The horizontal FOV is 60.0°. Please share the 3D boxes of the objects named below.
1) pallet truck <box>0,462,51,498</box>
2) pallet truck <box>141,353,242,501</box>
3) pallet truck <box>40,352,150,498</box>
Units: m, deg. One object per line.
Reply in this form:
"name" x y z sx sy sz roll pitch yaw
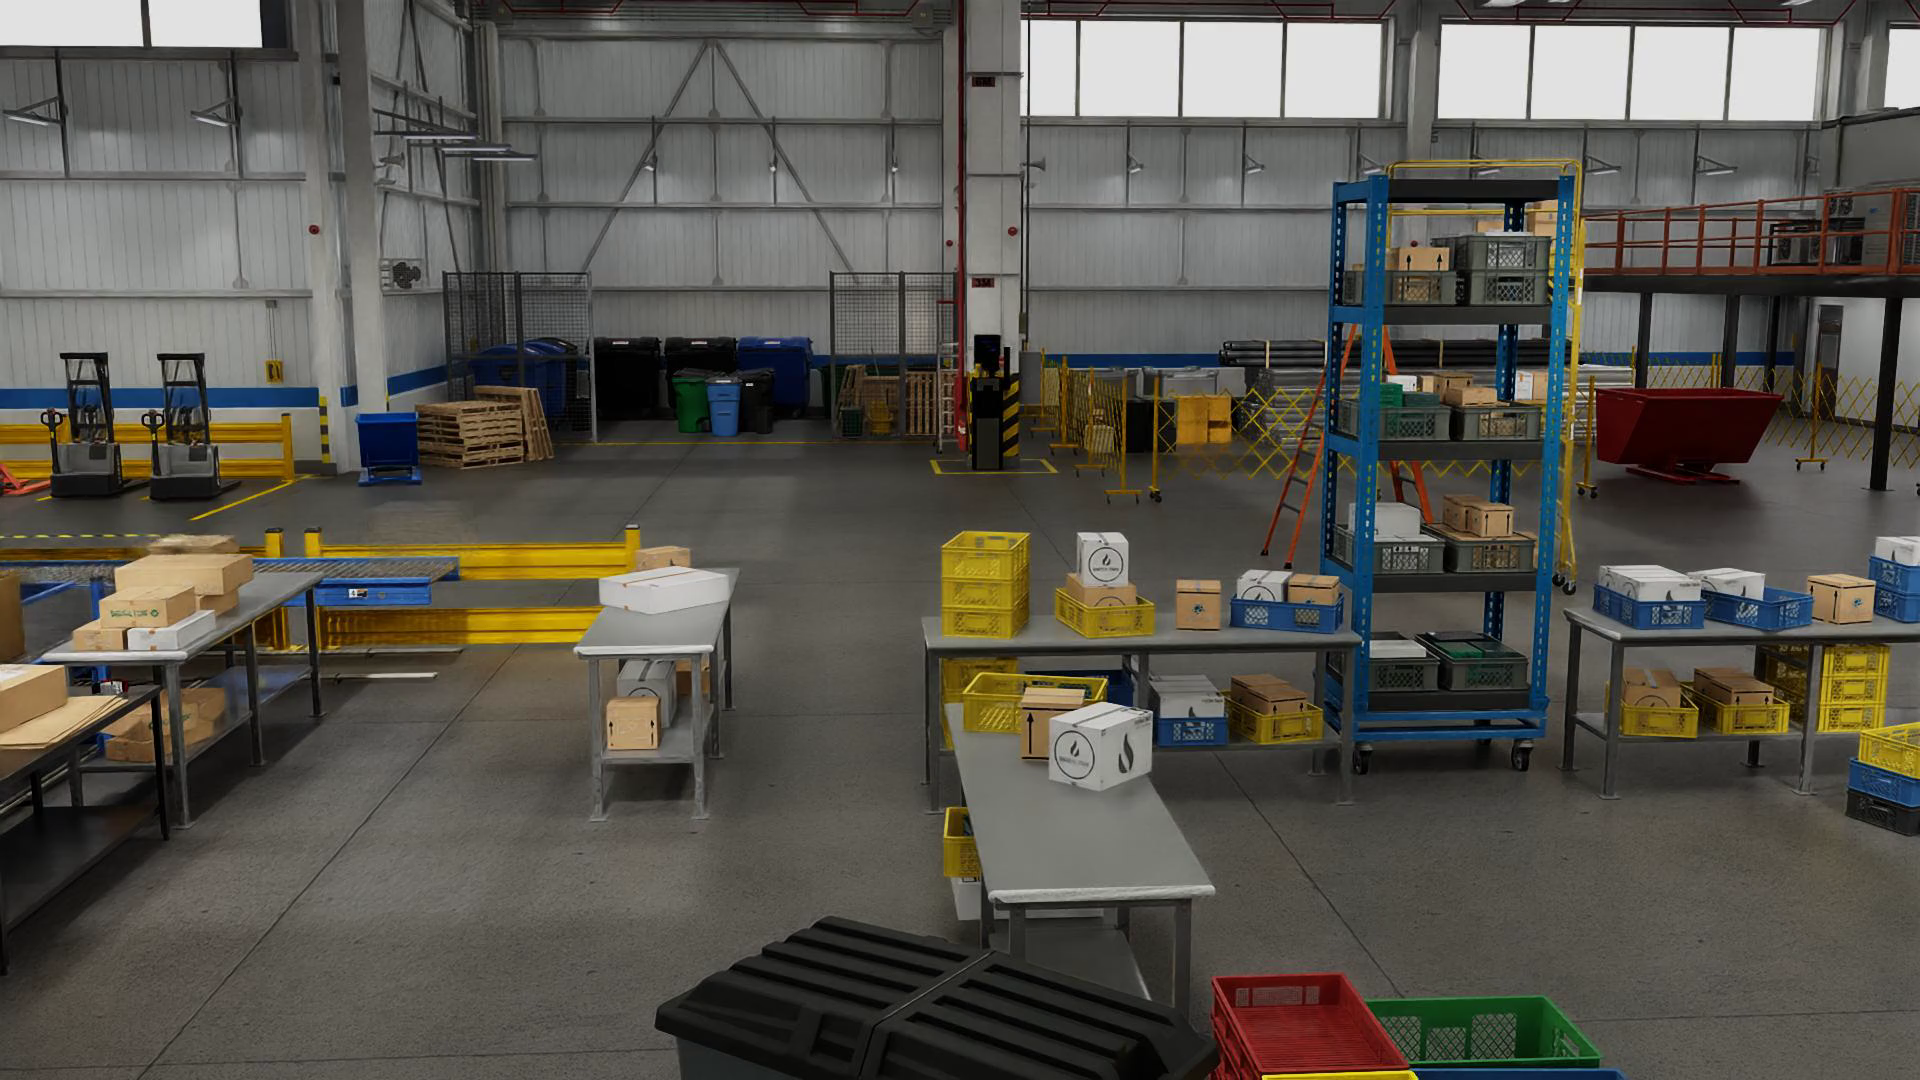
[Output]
"pallet truck" -13.193 -1.293 23.148 0.653 1.274 1.630 -1 9 -4
"pallet truck" -10.520 -1.604 22.925 0.823 1.965 1.885 -1 9 -6
"pallet truck" -11.907 -1.642 23.165 0.823 1.965 1.885 0 9 0
